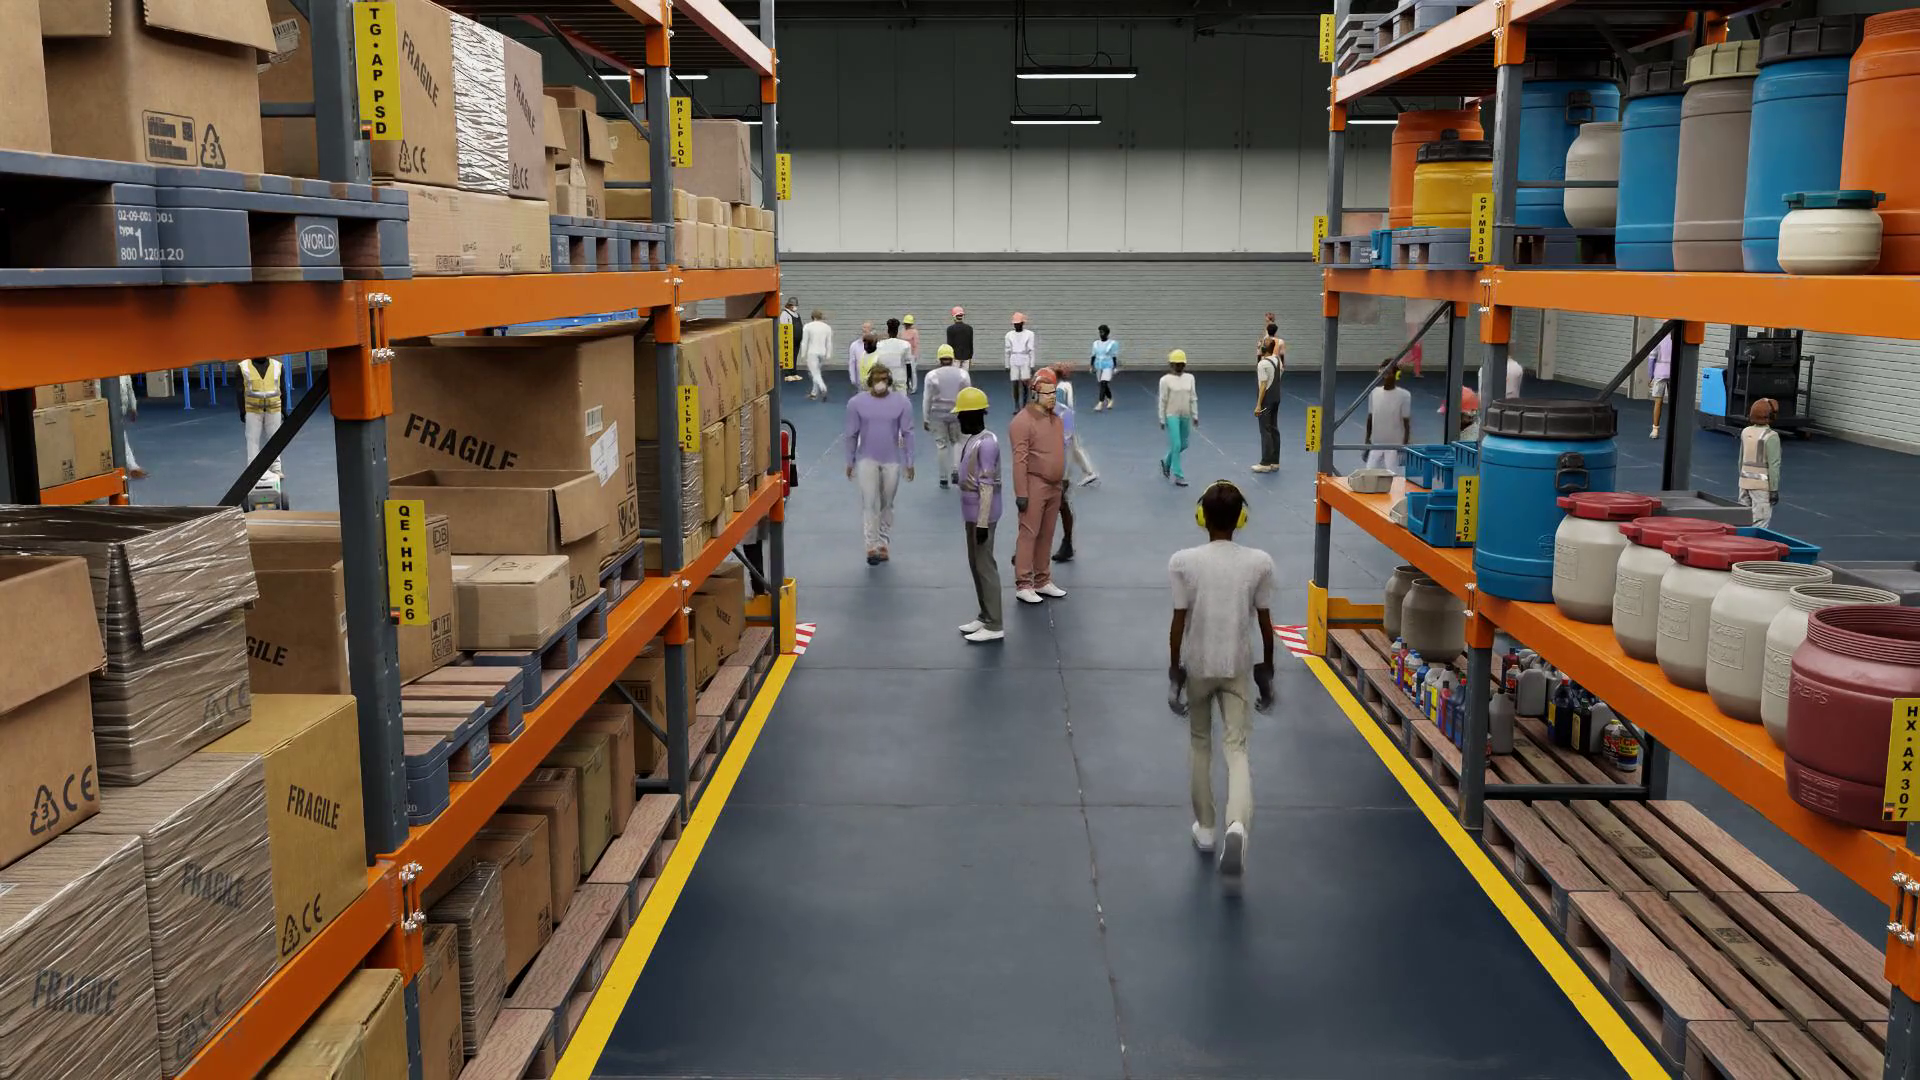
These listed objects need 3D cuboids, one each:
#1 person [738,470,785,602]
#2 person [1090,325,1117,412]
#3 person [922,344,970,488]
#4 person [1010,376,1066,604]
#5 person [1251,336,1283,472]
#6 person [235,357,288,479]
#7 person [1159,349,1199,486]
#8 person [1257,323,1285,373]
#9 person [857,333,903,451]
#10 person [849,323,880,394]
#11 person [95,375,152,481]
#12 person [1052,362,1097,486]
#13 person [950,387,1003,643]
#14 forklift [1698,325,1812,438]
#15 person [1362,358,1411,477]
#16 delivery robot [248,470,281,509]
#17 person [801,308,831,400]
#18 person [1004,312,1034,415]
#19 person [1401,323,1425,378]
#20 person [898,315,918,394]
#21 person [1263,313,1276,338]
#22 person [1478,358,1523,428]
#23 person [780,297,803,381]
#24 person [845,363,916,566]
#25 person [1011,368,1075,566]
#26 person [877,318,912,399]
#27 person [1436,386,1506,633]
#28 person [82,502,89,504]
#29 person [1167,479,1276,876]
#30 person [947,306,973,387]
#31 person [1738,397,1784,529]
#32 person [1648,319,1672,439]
[{"bbox_3d":[-1.760,-0.261,13.672,0.540,1.666,0.693,-7,12,-38],"label":"person"},{"bbox_3d":[2.813,-3.349,32.238,0.538,1.662,0.845,7,12,36],"label":"person"},{"bbox_3d":[-0.180,-1.579,21.154,0.618,1.818,0.497,-2,10,-10],"label":"person"},{"bbox_3d":[0.695,-0.435,14.050,0.404,1.906,0.651,7,12,36],"label":"person"},{"bbox_3d":[4.210,-1.858,22.757,0.329,1.844,0.509,9,13,42],"label":"person"},{"bbox_3d":[-9.171,-1.711,21.891,0.622,1.845,0.430,-6,11,-31],"label":"person"},{"bbox_3d":[2.789,-1.610,21.547,0.524,1.744,0.723,-5,11,-28],"label":"person"},{"bbox_3d":[6.087,-3.407,32.541,0.541,1.679,0.583,0,9,3],"label":"person"},{"bbox_3d":[-1.278,-2.273,25.421,0.948,1.798,0.631,-8,12,-40],"label":"person"},{"bbox_3d":[-1.515,-2.704,27.828,0.656,1.855,0.957,1,10,8],"label":"person"},{"bbox_3d":[-11.182,-1.737,21.936,1.041,1.885,0.615,2,10,12],"label":"person"},{"bbox_3d":[1.353,-1.483,21.252,0.849,1.598,0.516,3,10,18],"label":"person"},{"bbox_3d":[0.125,-0.198,12.626,0.394,1.915,0.585,-2,10,-11],"label":"person"},{"bbox_3d":[13.248,-3.165,27.620,1.129,2.768,1.873,0,9,1],"label":"forklift"},{"bbox_3d":[4.452,-0.978,17.453,0.556,1.856,0.402,9,13,43],"label":"person"},{"bbox_3d":[-7.953,-0.613,19.003,0.477,0.478,0.707,-4,10,-22],"label":"delivery robot"},{"bbox_3d":[-2.940,-3.835,34.420,0.634,1.918,0.872,-7,12,-38],"label":"person"},{"bbox_3d":[1.110,-3.312,31.241,0.569,1.917,0.421,2,10,12],"label":"person"},{"bbox_3d":[11.254,-4.885,41.171,0.510,1.752,0.545,-2,10,-12],"label":"person"},{"bbox_3d":[-1.121,-4.001,35.951,0.542,1.722,0.759,5,11,25],"label":"person"},{"bbox_3d":[7.463,-4.654,40.115,0.310,1.642,0.514,-1,10,-7],"label":"person"},{"bbox_3d":[6.956,-1.664,21.582,0.642,1.855,0.981,-2,10,-9],"label":"person"},{"bbox_3d":[-4.040,-4.874,40.365,0.537,2.000,0.679,4,10,22],"label":"person"},{"bbox_3d":[-0.738,-0.702,15.678,0.661,1.893,0.977,-1,10,-6],"label":"person"},{"bbox_3d":[0.821,-0.677,15.605,0.554,1.868,1.045,6,11,30],"label":"person"},{"bbox_3d":[-1.068,-2.560,26.602,0.616,1.964,0.361,-1,10,-8],"label":"person"},{"bbox_3d":[3.925,-0.203,12.630,0.909,1.932,0.647,1,10,7],"label":"person"},{"bbox_3d":[-7.392,-0.358,13.708,0.514,1.869,0.573,2,10,9],"label":"person"},{"bbox_3d":[1.239,0.636,7.851,0.515,1.842,0.805,0,9,3],"label":"person"},{"bbox_3d":[-0.024,-3.570,32.572,0.622,1.989,0.399,-7,12,-34],"label":"person"},{"bbox_3d":[7.186,-0.458,14.972,0.307,1.645,0.520,-1,10,-8],"label":"person"},{"bbox_3d":[11.511,-2.674,27.055,0.609,2.043,0.376,4,10,20],"label":"person"}]
